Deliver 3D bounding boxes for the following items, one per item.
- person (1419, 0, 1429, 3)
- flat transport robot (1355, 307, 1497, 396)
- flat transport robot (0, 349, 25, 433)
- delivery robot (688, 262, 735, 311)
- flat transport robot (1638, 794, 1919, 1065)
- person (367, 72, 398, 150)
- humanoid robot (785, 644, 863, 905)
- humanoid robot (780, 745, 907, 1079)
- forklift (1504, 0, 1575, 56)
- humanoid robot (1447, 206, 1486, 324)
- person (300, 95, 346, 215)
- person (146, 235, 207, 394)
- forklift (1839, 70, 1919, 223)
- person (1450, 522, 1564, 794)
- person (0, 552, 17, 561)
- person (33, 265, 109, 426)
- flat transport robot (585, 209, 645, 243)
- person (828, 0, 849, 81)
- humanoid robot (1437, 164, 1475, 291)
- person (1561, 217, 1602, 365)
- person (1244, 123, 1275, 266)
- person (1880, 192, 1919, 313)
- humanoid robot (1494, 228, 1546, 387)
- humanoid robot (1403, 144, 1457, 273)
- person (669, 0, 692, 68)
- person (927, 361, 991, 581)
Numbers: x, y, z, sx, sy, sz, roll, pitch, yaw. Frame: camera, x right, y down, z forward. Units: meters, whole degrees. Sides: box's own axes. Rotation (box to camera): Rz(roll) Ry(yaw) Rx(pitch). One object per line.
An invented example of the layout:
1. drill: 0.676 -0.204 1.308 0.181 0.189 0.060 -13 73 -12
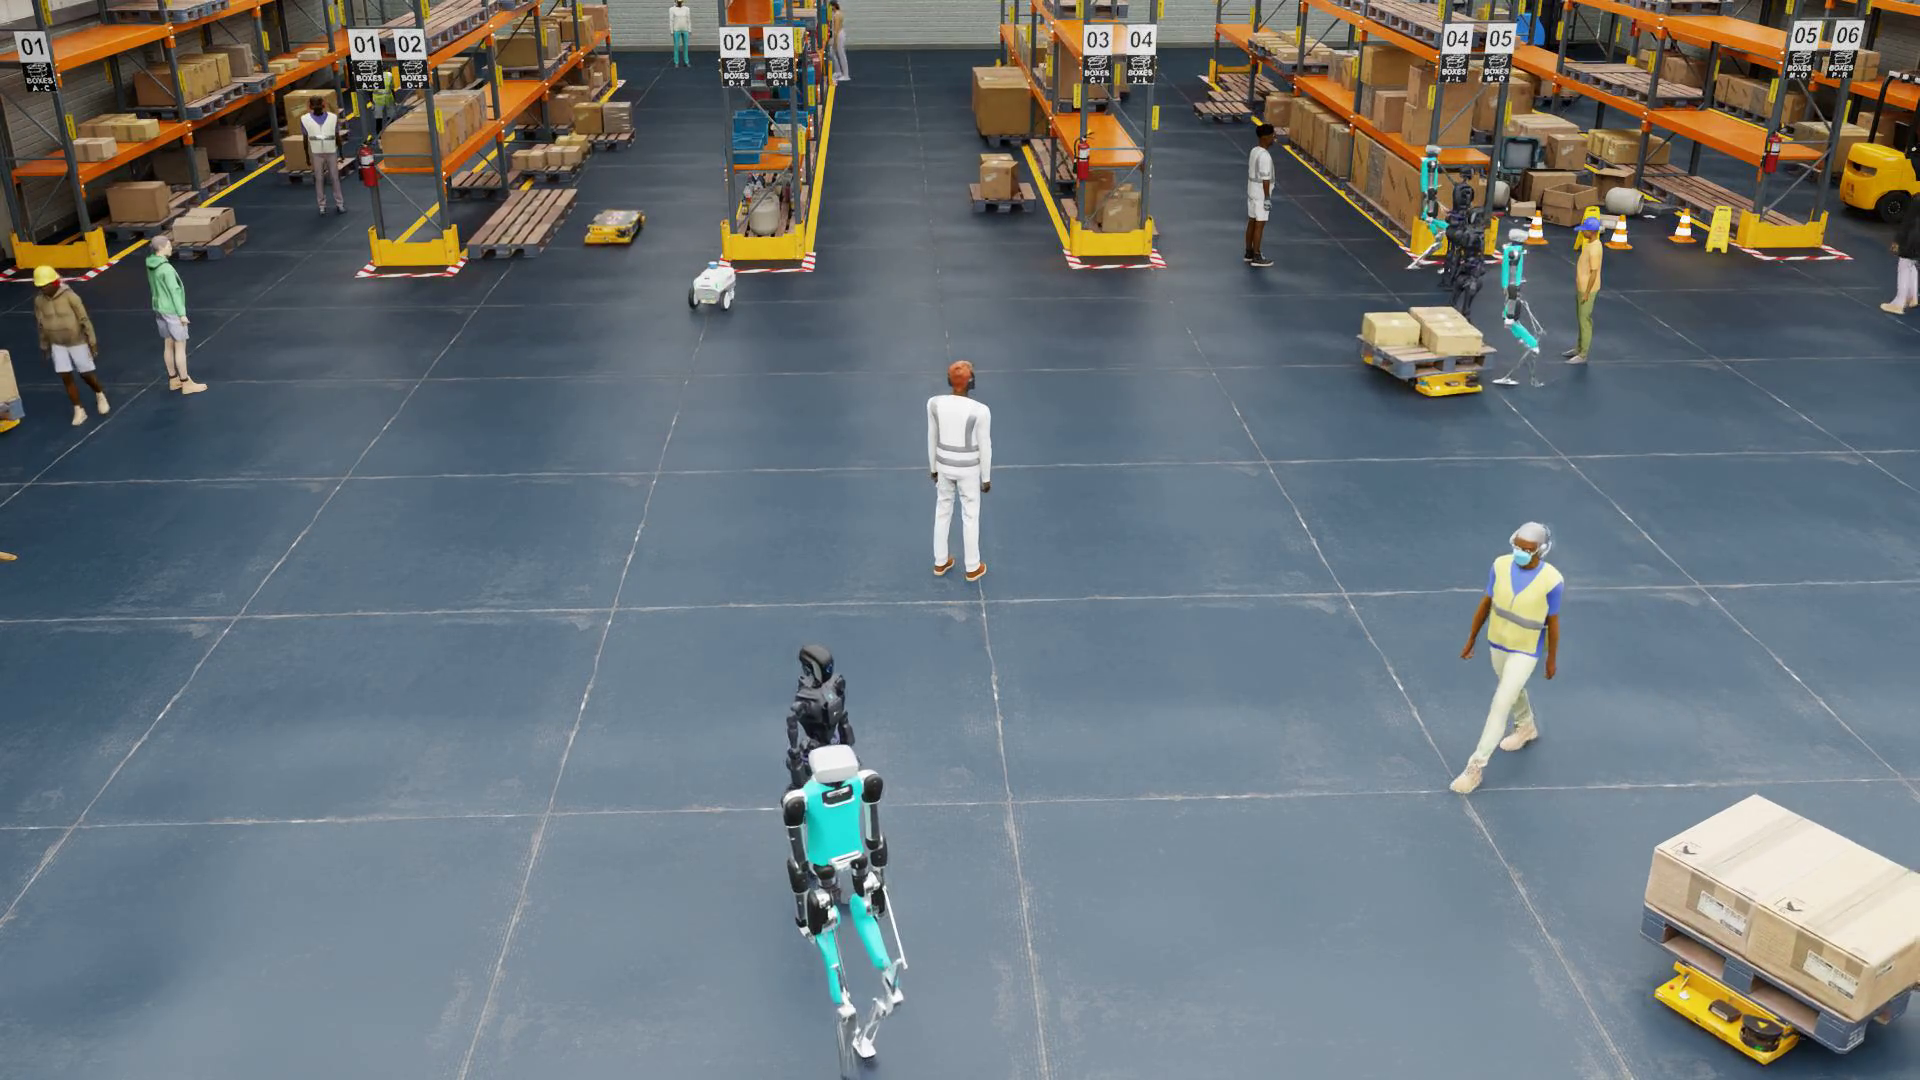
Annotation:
1. person: 11.662 -12.992 41.785 0.395 1.799 0.589 -6 25 -14
2. flat transport robot: 5.213 -1.942 18.837 0.659 0.231 1.431 -8 25 -17
3. flat transport robot: -10.316 -1.040 16.809 0.659 0.231 1.431 6 25 12
4. delivery robot: -3.187 -3.293 21.506 0.521 0.583 0.755 5 25 12
5. flat transport robot: 4.551 2.373 9.141 1.431 0.231 0.659 -15 28 -31
6. person: -10.761 -8.155 31.039 0.532 1.697 0.319 -18 29 -34
7. humanoid robot: -0.780 1.343 9.740 0.582 1.642 0.599 14 27 28
8. humanoid robot: -0.519 1.979 8.358 0.536 1.892 0.707 -12 27 -25
9. forklift: 14.700 -13.805 42.301 1.873 2.768 1.129 -1 24 -2
10. humanoid robot: 6.051 -3.163 19.846 0.344 1.655 0.589 -6 25 -13
11. person: -10.005 -6.067 26.166 0.571 1.843 0.376 -12 27 -25
12. person: -8.638 -2.465 18.200 0.481 1.740 0.319 18 29 34
13. forklift: 15.132 -6.143 25.915 2.313 2.155 1.214 -1 24 -2
14. person: 3.646 0.702 10.985 1.060 1.828 0.552 -20 31 -37
15. person: -8.320 -0.609 13.857 0.377 1.891 0.566 1 24 2
16. person: -9.265 -2.050 17.296 0.581 1.728 0.596 -2 24 -4
17. flat transport robot: -5.207 -4.743 25.131 0.659 0.231 1.431 0 24 0
18. person: -2.855 -11.633 38.687 0.569 1.828 0.628 -4 24 -9
19. humanoid robot: 6.616 -4.159 22.071 0.315 1.655 0.599 -1 24 -2
20. person: 7.160 -2.869 19.144 0.378 1.710 0.458 6 25 13
21. person: 4.206 -4.827 23.236 0.368 1.964 0.605 -4 24 -10
22. person: 12.076 -3.770 21.030 0.575 1.832 0.442 -9 25 -19
23. humanoid robot: 6.293 -2.476 18.352 0.769 1.894 0.551 6 25 12
24. humanoid robot: 6.668 -4.526 22.868 0.872 1.791 0.540 2 24 5
25. person: -6.801 -12.409 40.517 0.532 1.765 0.328 -10 26 -22
26. person: -0.007 -0.572 13.790 0.568 1.876 0.345 11 26 23
